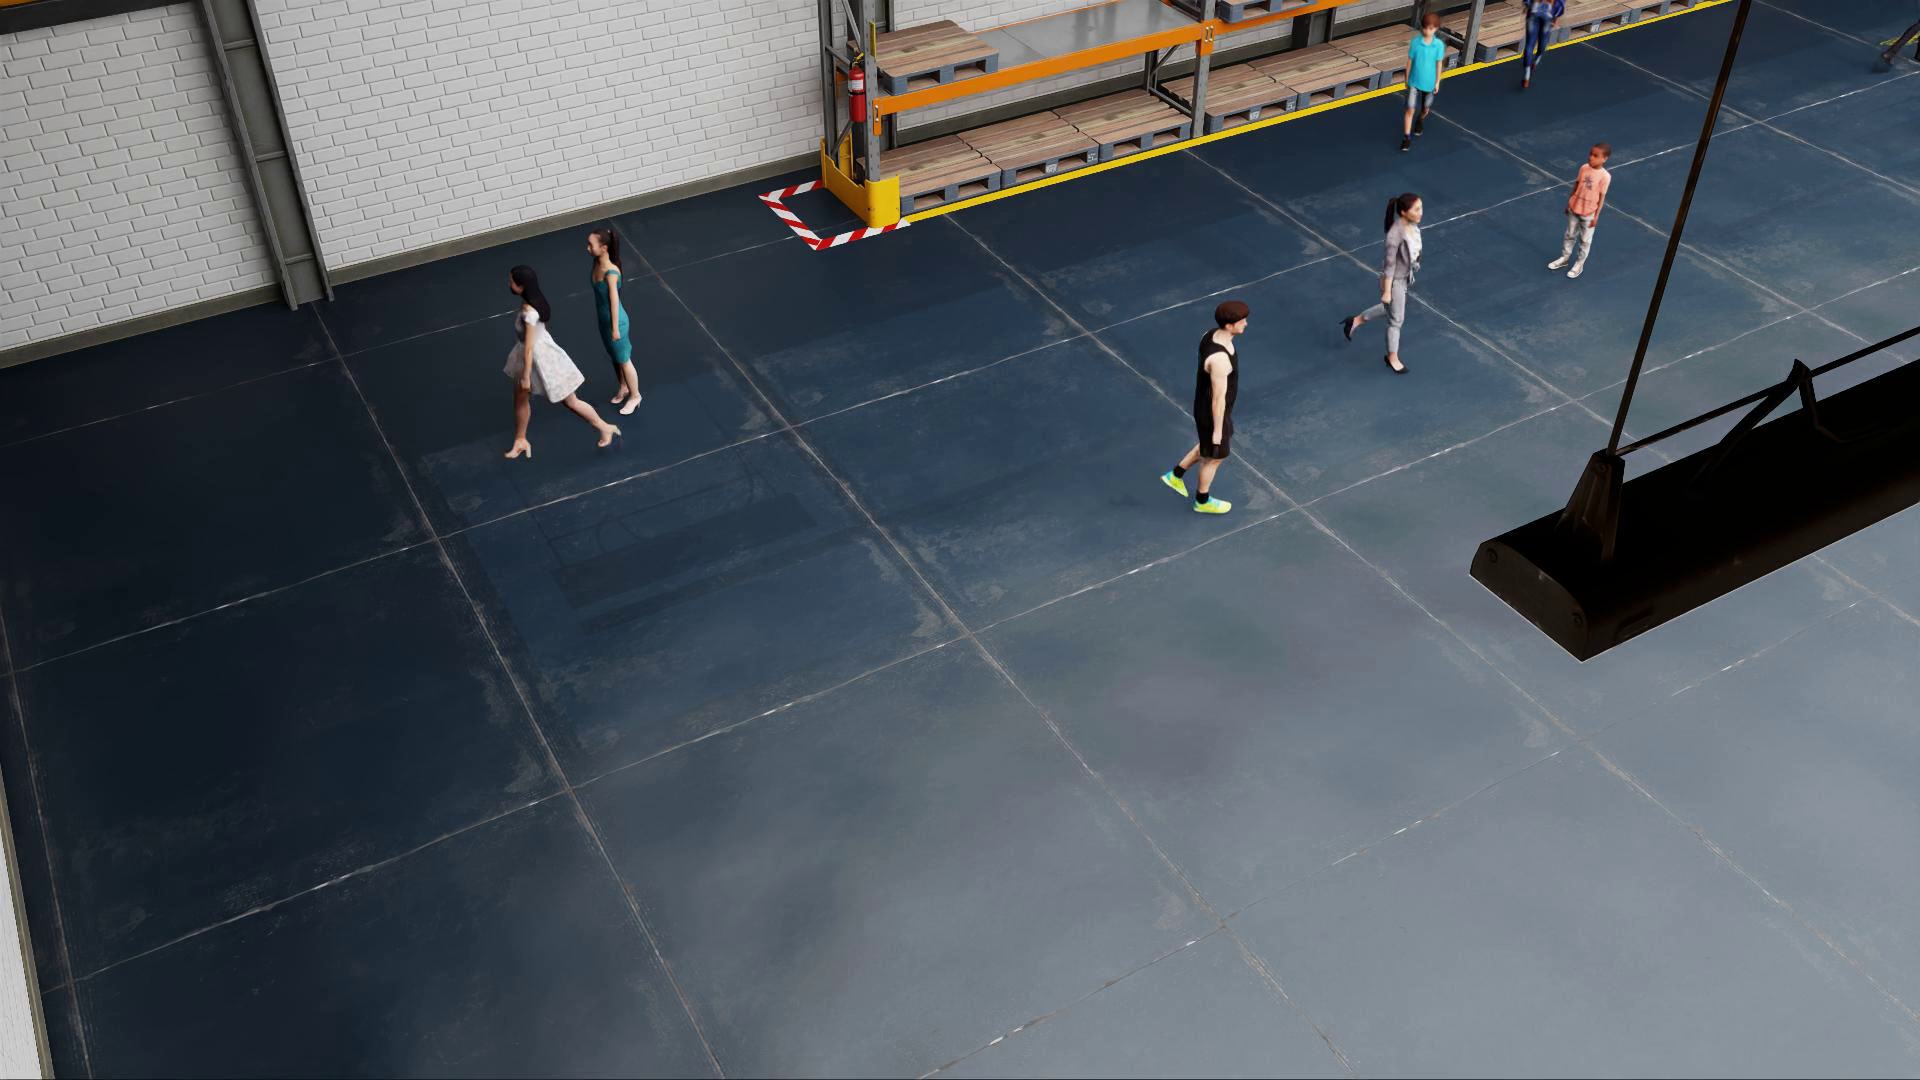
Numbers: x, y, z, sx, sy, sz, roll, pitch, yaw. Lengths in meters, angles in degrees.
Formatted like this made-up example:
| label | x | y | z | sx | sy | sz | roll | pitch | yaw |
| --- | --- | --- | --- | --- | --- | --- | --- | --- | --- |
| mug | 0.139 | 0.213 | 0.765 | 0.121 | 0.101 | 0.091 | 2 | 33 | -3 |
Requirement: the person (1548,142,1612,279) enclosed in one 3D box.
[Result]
| label | x | y | z | sx | sy | sz | roll | pitch | yaw |
| --- | --- | --- | --- | --- | --- | --- | --- | --- | --- |
| person | 5.877 | -3.121 | 15.625 | 0.495 | 1.310 | 0.507 | -24 | 45 | -27 |

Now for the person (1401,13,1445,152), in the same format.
| label | x | y | z | sx | sy | sz | roll | pitch | yaw |
| --- | --- | --- | --- | --- | --- | --- | --- | --- | --- |
| person | 4.968 | -4.945 | 17.817 | 0.906 | 1.426 | 0.963 | 9 | 39 | 11 |

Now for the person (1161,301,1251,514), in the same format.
| label | x | y | z | sx | sy | sz | roll | pitch | yaw |
| --- | --- | --- | --- | --- | --- | --- | --- | --- | --- |
| person | 1.825 | -0.983 | 12.492 | 0.952 | 1.879 | 0.887 | 0 | 39 | 0 |

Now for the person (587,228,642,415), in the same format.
| label | x | y | z | sx | sy | sz | roll | pitch | yaw |
| --- | --- | --- | --- | --- | --- | --- | --- | --- | --- |
| person | -2.851 | -1.803 | 13.675 | 0.475 | 1.685 | 0.533 | -18 | 42 | -22 |

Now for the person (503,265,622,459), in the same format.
| label | x | y | z | sx | sy | sz | roll | pitch | yaw |
| --- | --- | --- | --- | --- | --- | --- | --- | --- | --- |
| person | -3.188 | -1.342 | 13.065 | 1.249 | 1.725 | 0.895 | -6 | 39 | -8 |

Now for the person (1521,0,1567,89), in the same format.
| label | x | y | z | sx | sy | sz | roll | pitch | yaw |
| --- | --- | --- | --- | --- | --- | --- | --- | --- | --- |
| person | 6.616 | -5.959 | 18.960 | 1.016 | 1.584 | 1.067 | 9 | 40 | 11 |

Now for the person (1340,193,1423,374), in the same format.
| label | x | y | z | sx | sy | sz | roll | pitch | yaw |
| --- | --- | --- | --- | --- | --- | --- | --- | --- | --- |
| person | 3.659 | -2.227 | 14.226 | 0.948 | 1.658 | 0.986 | 21 | 43 | 24 |
